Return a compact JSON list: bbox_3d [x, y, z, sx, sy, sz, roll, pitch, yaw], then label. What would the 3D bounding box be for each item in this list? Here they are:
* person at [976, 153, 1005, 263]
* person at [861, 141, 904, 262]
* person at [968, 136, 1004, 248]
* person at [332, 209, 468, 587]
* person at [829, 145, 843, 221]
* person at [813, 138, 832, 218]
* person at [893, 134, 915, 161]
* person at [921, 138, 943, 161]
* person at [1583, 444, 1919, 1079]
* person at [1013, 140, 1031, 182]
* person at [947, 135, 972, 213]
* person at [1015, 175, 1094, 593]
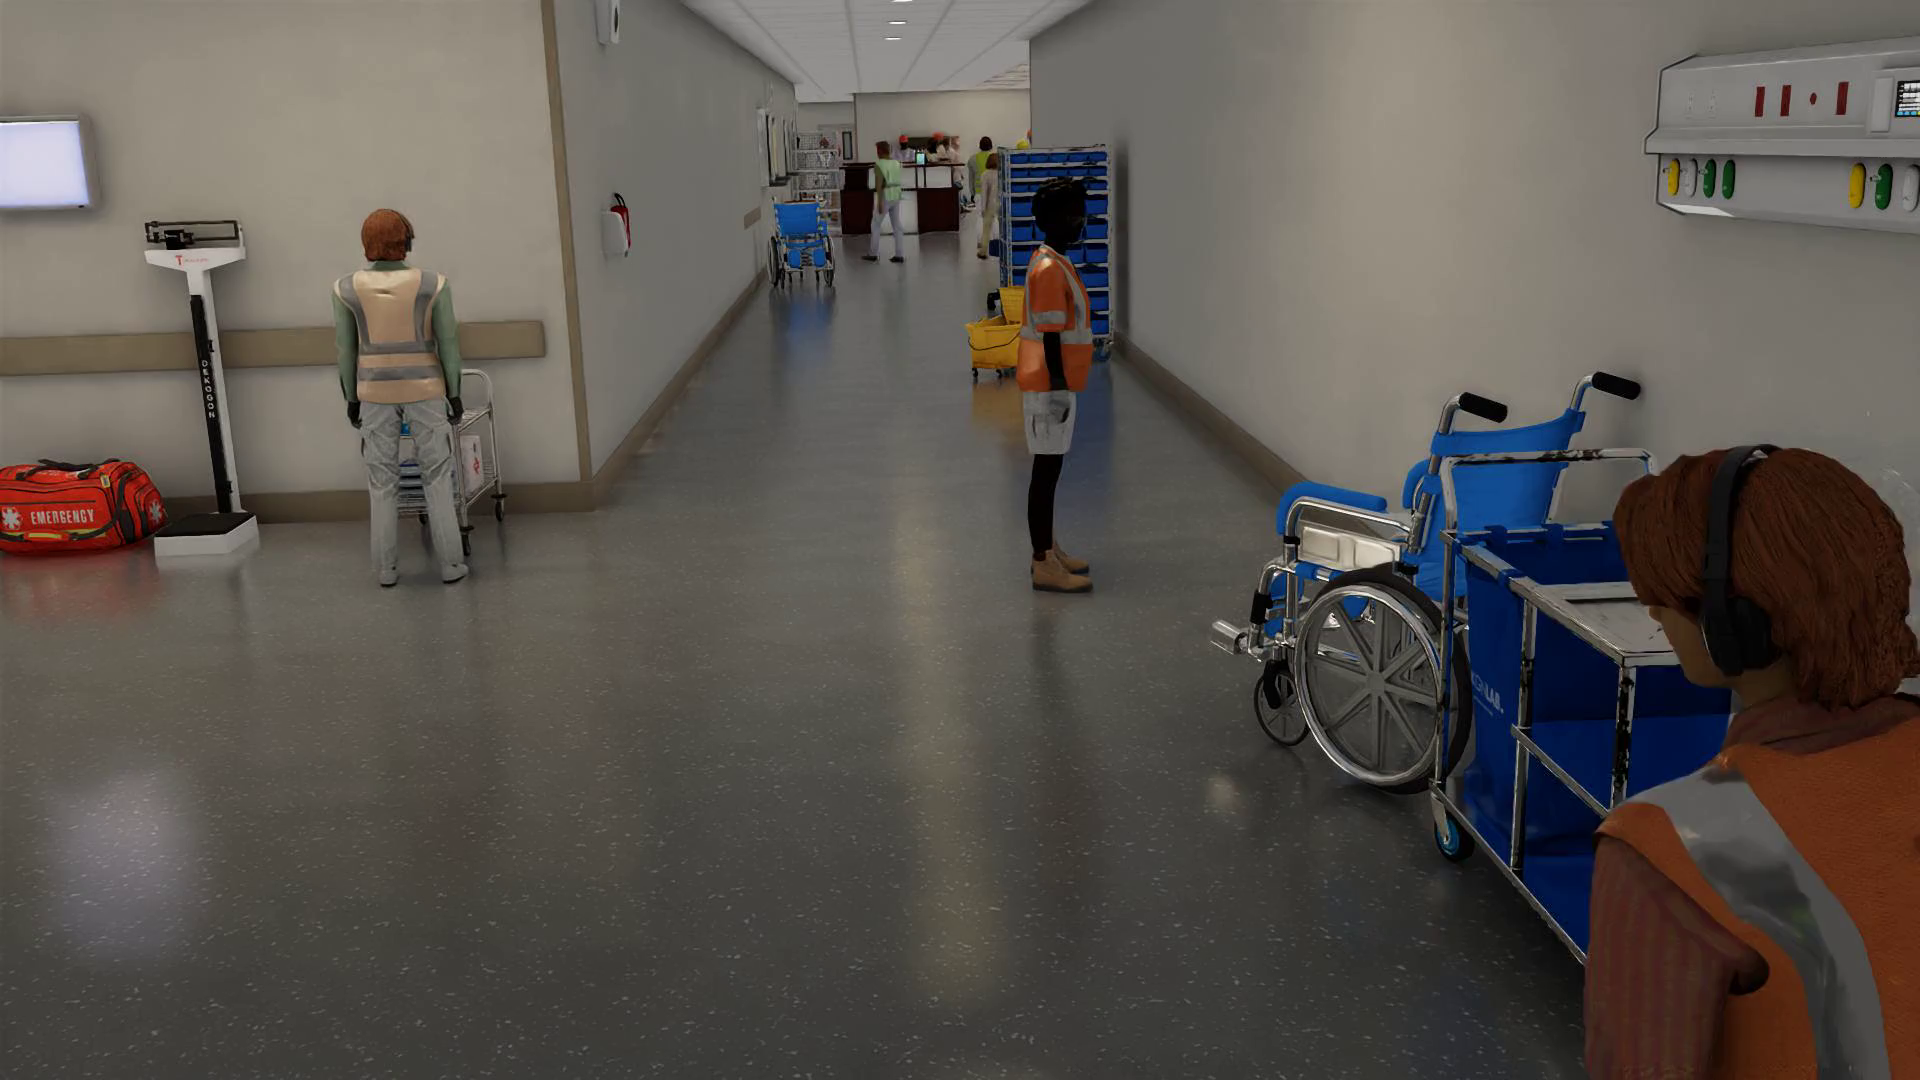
[{"bbox_3d":[0.497,-4.926,24.701,0.501,1.591,0.846,-6,14,-17],"label":"person"},{"bbox_3d":[-1.193,-5.150,25.362,0.837,1.807,0.577,9,17,38],"label":"person"},{"bbox_3d":[0.460,-5.807,27.812,0.627,1.846,0.429,0,14,7],"label":"person"},{"bbox_3d":[-2.413,-0.602,7.204,0.517,1.632,0.314,-3,14,-7],"label":"person"},{"bbox_3d":[-2.840,-8.226,38.325,0.335,1.749,0.575,-5,14,-13],"label":"person"},{"bbox_3d":[-3.276,-8.774,40.350,0.574,1.887,0.355,-10,16,-30],"label":"person"},{"bbox_3d":[-1.350,-8.936,40.708,0.545,1.931,0.380,-1,14,2],"label":"person"},{"bbox_3d":[-0.611,-8.206,37.829,0.633,1.836,0.429,-10,16,-32],"label":"person"},{"bbox_3d":[0.806,0.693,1.591,0.511,1.569,0.873,-10,16,-31],"label":"person"},{"bbox_3d":[1.108,-6.243,29.704,0.523,1.760,0.327,-6,14,-18],"label":"person"},{"bbox_3d":[-0.174,-8.980,40.866,0.844,1.880,0.649,-1,14,4],"label":"person"},{"bbox_3d":[0.395,-0.641,6.885,0.322,1.698,0.533,0,14,6],"label":"person"}]
